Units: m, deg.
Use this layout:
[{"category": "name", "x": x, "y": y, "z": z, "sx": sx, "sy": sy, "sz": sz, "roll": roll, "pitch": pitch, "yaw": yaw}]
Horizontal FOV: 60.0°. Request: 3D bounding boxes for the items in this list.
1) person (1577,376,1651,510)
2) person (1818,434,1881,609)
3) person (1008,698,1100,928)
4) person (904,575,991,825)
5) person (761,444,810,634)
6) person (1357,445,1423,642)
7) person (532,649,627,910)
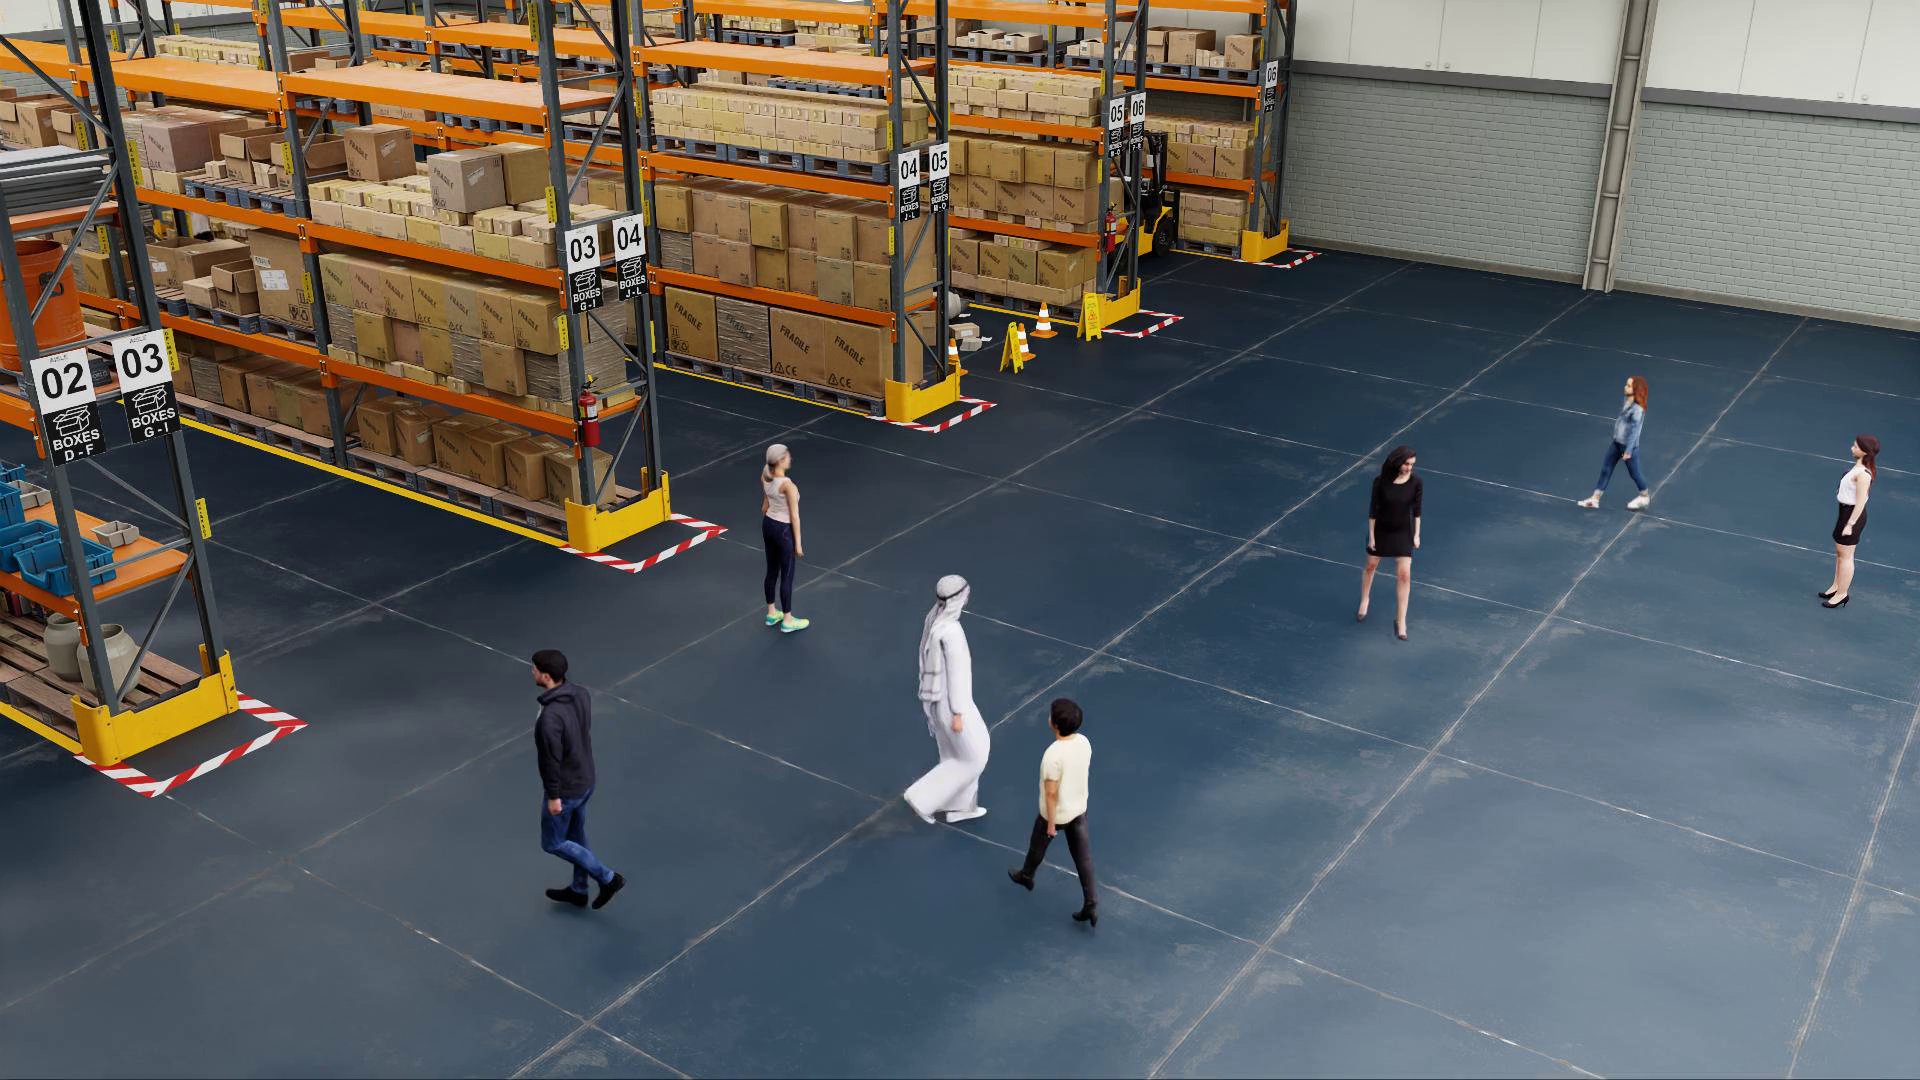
[{"category": "person", "x": 6.973, "y": -0.977, "z": 17.225, "sx": 1.066, "sy": 1.447, "sz": 0.976, "roll": -2, "pitch": 23, "yaw": -5}, {"category": "person", "x": 8.073, "y": -0.176, "z": 15.084, "sx": 0.583, "sy": 1.648, "sz": 0.608, "roll": 8, "pitch": 24, "yaw": 18}, {"category": "person", "x": 0.713, "y": 1.776, "z": 10.627, "sx": 0.754, "sy": 1.544, "sz": 1.066, "roll": -19, "pitch": 29, "yaw": -37}, {"category": "person", "x": -0.148, "y": 1.154, "z": 11.617, "sx": 1.005, "sy": 1.913, "sz": 0.953, "roll": -5, "pitch": 24, "yaw": -12}, {"category": "person", "x": -1.592, "y": -0.031, "z": 14.676, "sx": 0.702, "sy": 1.702, "sz": 0.535, "roll": -21, "pitch": 31, "yaw": -40}, {"category": "person", "x": 3.767, "y": -0.037, "z": 14.612, "sx": 0.941, "sy": 1.763, "sz": 0.894, "roll": 8, "pitch": 24, "yaw": 18}, {"category": "person", "x": -2.438, "y": 1.573, "z": 10.674, "sx": 0.963, "sy": 1.880, "sz": 0.870, "roll": 4, "pitch": 23, "yaw": 10}]
